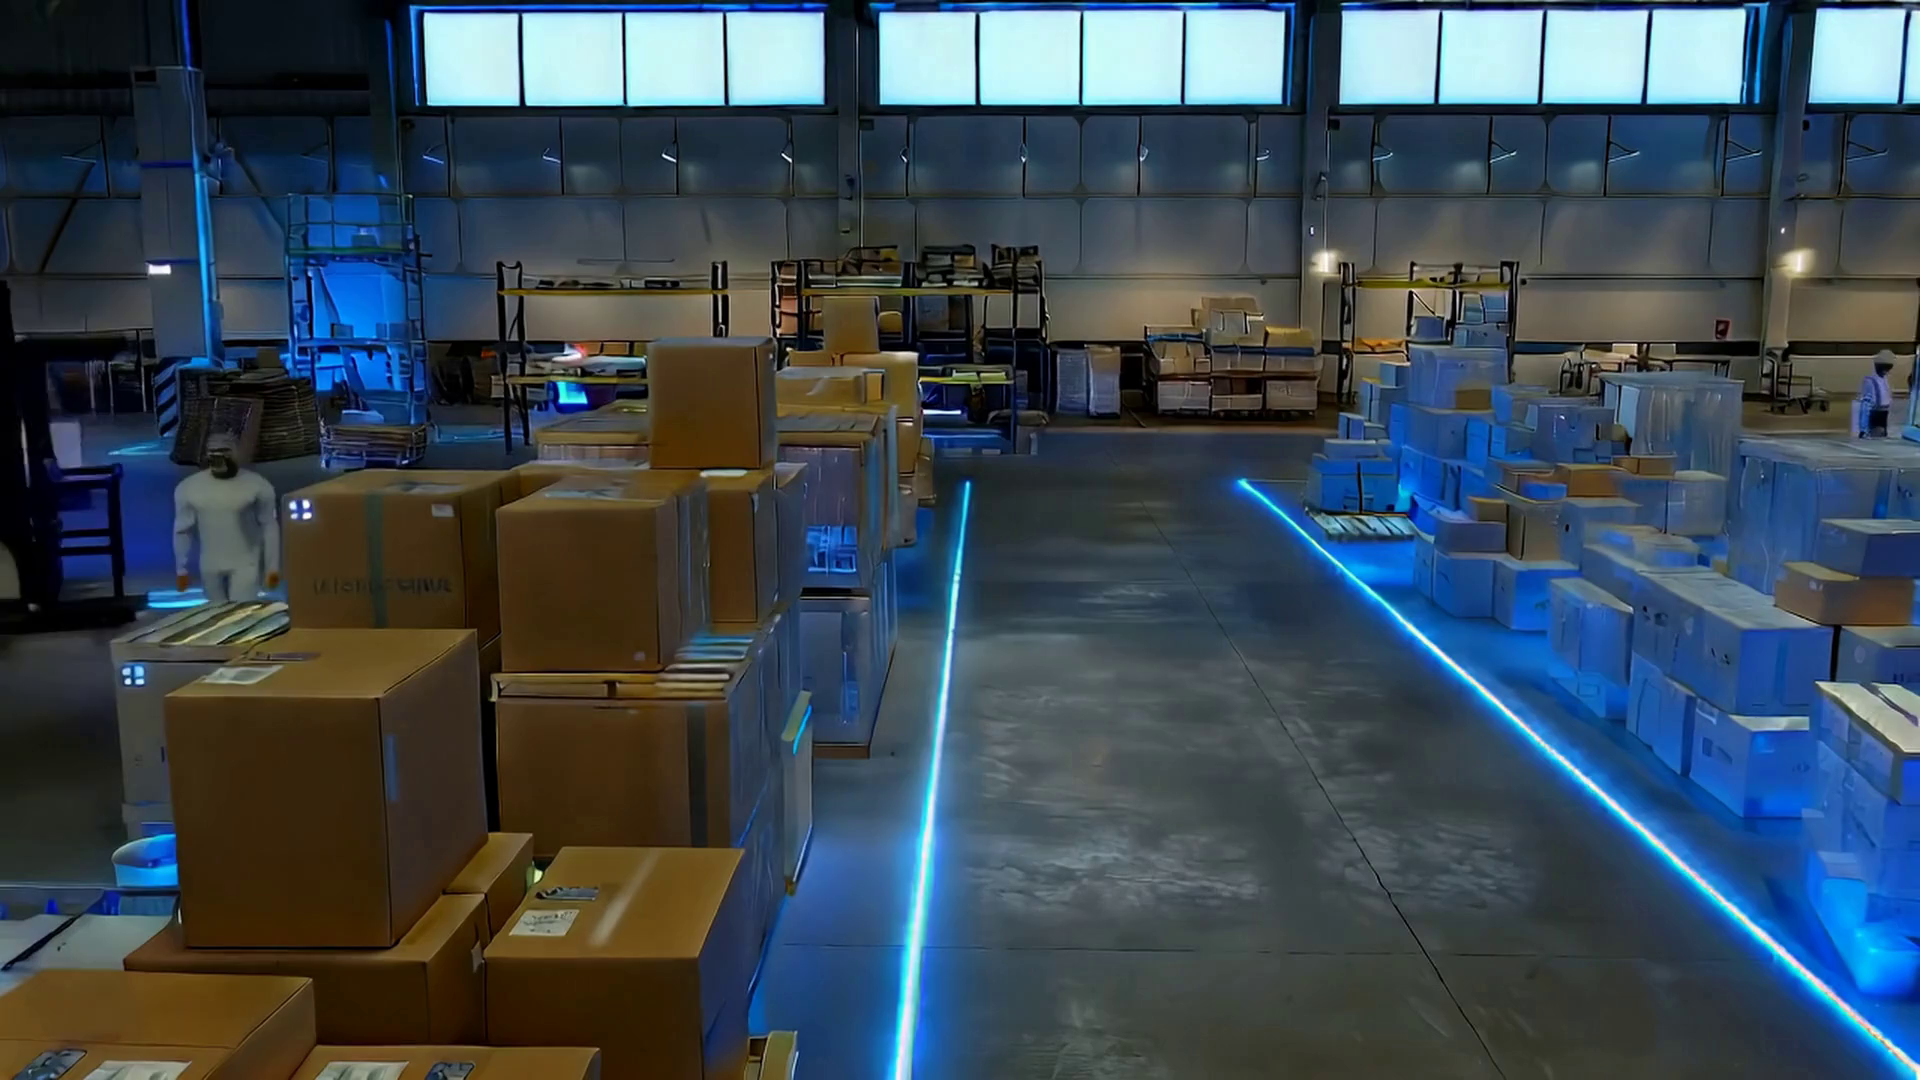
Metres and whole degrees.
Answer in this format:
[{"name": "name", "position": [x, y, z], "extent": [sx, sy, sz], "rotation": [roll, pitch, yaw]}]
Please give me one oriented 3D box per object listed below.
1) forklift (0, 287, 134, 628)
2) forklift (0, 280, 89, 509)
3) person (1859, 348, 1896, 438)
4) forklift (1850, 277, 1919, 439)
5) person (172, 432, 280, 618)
[{"name": "forklift", "position": [-7.992, -0.693, 13.784], "extent": [1.873, 2.768, 1.129], "rotation": [-4, 10, -24]}, {"name": "forklift", "position": [-11.798, -1.774, 20.261], "extent": [1.873, 2.768, 1.129], "rotation": [-4, 10, -25]}, {"name": "person", "position": [11.842, -1.509, 21.500], "extent": [0.549, 1.934, 0.374], "rotation": [-7, 12, -35]}, {"name": "forklift", "position": [14.174, -2.425, 24.162], "extent": [1.873, 2.768, 1.129], "rotation": [0, 9, 1]}, {"name": "person", "position": [-5.001, 0.208, 11.367], "extent": [0.639, 1.890, 0.999], "rotation": [-2, 10, -11]}]
